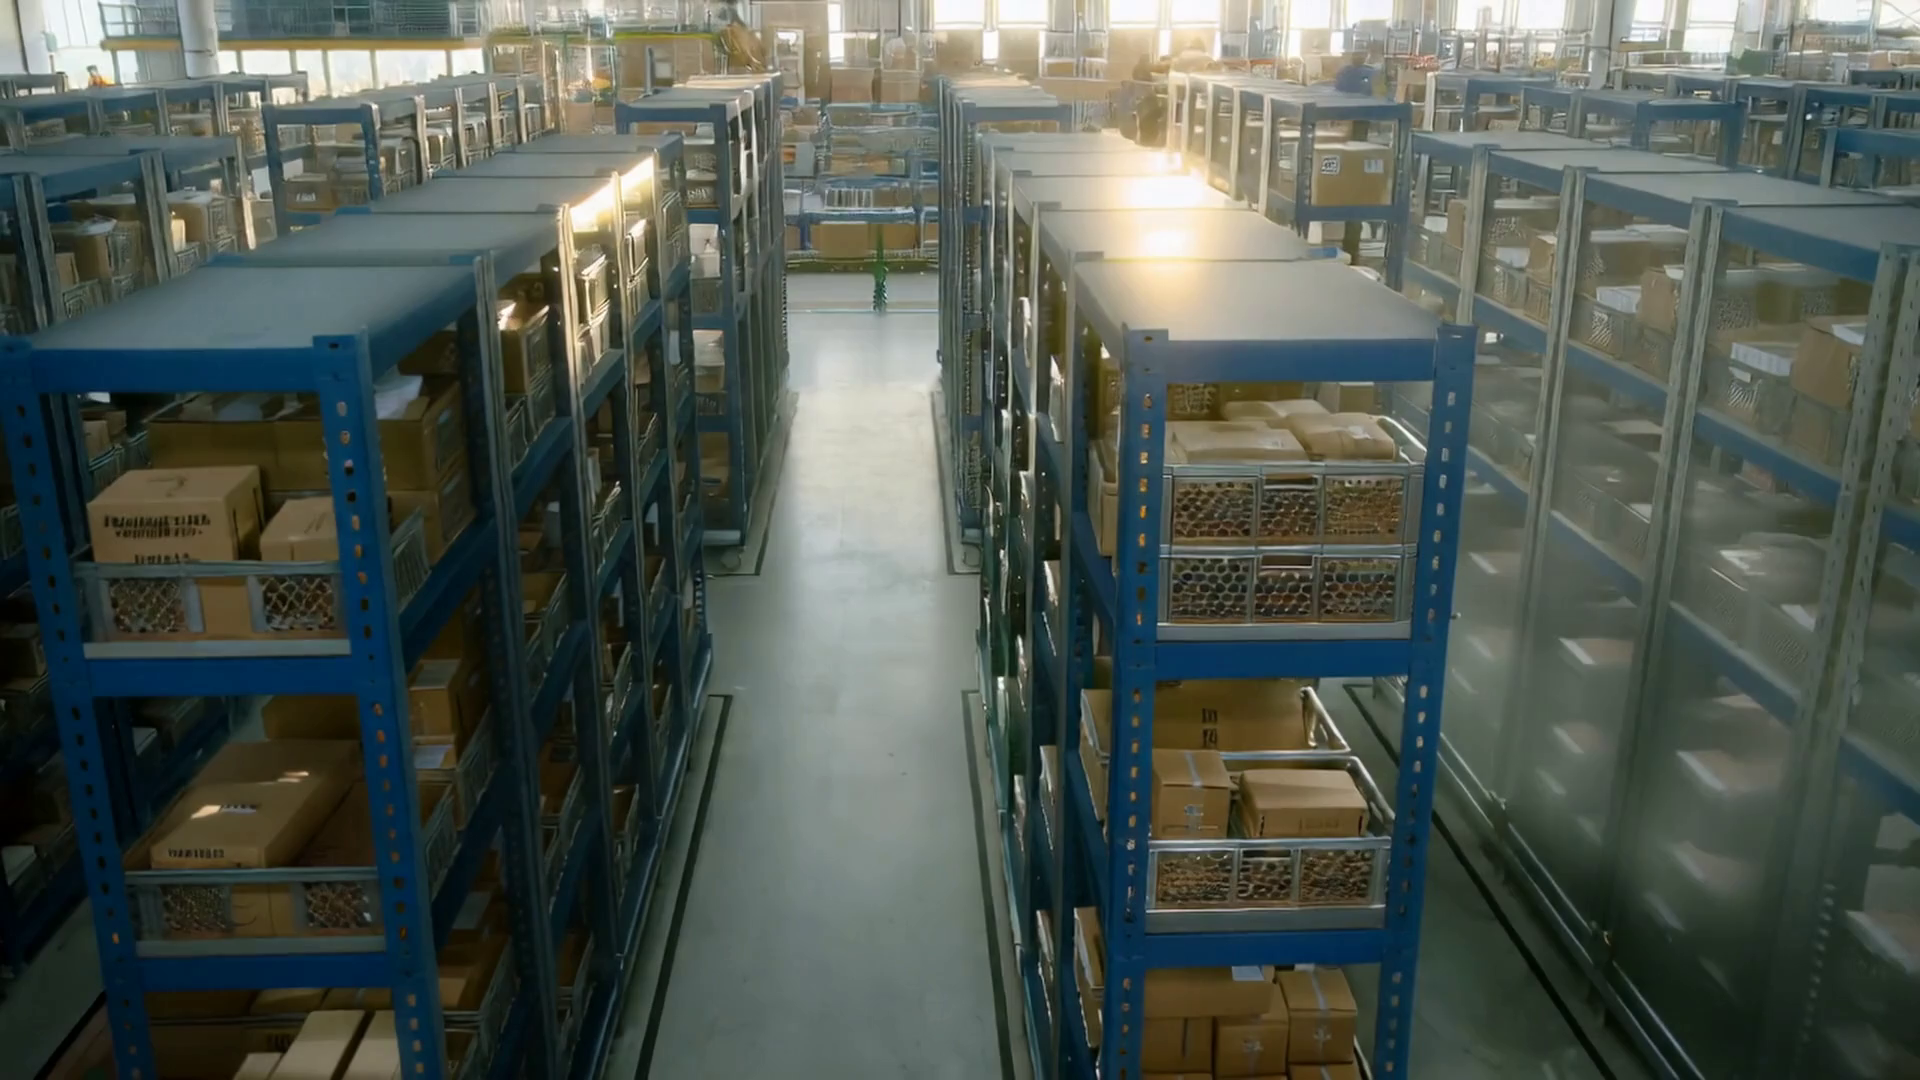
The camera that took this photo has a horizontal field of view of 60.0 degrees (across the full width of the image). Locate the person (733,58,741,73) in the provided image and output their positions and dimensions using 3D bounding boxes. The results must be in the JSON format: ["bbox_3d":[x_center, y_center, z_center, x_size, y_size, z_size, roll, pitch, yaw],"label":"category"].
[{"bbox_3d":[-11.554,-24.511,86.724,0.521,1.868,0.616,4,18,11],"label":"person"}]

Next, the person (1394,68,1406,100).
[{"bbox_3d":[16.812,-17.095,63.688,0.889,1.936,0.610,-12,21,-32],"label":"person"}]

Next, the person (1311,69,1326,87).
[{"bbox_3d":[13.717,-17.069,63.682,0.557,1.893,1.013,6,19,17],"label":"person"}]

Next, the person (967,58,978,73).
[{"bbox_3d":[0.583,-20.750,75.049,0.622,1.896,0.534,-13,22,-35],"label":"person"}]

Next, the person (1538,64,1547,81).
[{"bbox_3d":[24.170,-18.830,69.175,0.504,1.860,0.340,-10,20,-27],"label":"person"}]

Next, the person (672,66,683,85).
[{"bbox_3d":[-11.311,-17.971,66.494,0.369,1.876,0.711,8,19,22],"label":"person"}]

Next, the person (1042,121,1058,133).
[{"bbox_3d":[2.339,-10.041,41.770,0.715,1.974,0.964,-15,23,-39],"label":"person"}]

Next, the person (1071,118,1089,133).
[{"bbox_3d":[2.638,-8.465,37.081,0.651,1.867,0.962,2,18,8],"label":"person"}]

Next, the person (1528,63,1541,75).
[{"bbox_3d":[24.141,-19.136,70.101,0.671,1.855,0.817,2,18,6],"label":"person"}]

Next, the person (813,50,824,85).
[{"bbox_3d":[-7.665,-25.708,90.489,0.619,1.840,0.430,-11,21,-30],"label":"person"}]

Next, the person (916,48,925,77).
[{"bbox_3d":[-2.148,-25.642,90.101,0.383,1.951,0.605,15,23,39],"label":"person"}]

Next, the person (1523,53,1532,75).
[{"bbox_3d":[28.744,-23.739,84.319,0.637,1.900,0.997,-16,24,-41],"label":"person"}]

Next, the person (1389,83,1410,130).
[{"bbox_3d":[15.127,-14.950,57.089,0.866,1.902,0.576,9,20,25],"label":"person"}]

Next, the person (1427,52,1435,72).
[{"bbox_3d":[23.951,-24.002,85.088,0.597,1.907,0.638,-13,22,-36],"label":"person"}]

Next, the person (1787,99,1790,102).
[{"bbox_3d":[22.197,-10.915,44.628,0.564,1.878,1.037,1,18,3],"label":"person"}]

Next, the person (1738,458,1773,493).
[{"bbox_3d":[6.101,-0.655,12.704,0.375,1.997,0.612,12,21,33],"label":"person"}]

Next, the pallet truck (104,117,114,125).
[{"bbox_3d":[-18.367,-7.885,35.078,1.885,1.965,0.823,1,18,2],"label":"pallet truck"}]

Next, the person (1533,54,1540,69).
[{"bbox_3d":[30.569,-24.987,88.477,0.463,1.685,0.535,-13,22,-35],"label":"person"}]

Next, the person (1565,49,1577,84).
[{"bbox_3d":[33.360,-25.855,90.830,0.755,1.906,0.588,-16,24,-41],"label":"person"}]

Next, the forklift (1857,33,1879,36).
[{"bbox_3d":[46.104,-24.422,84.837,1.129,2.768,1.873,3,18,10],"label":"forklift"}]

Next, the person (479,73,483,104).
[{"bbox_3d":[-17.346,-15.997,60.425,0.516,1.843,0.326,-15,23,-39],"label":"person"}]

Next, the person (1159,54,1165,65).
[{"bbox_3d":[10.083,-23.528,83.730,0.728,1.842,0.551,8,19,23],"label":"person"}]

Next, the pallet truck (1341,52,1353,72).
[{"bbox_3d":[18.794,-23.123,82.231,0.823,1.965,1.885,-13,22,-35],"label":"pallet truck"}]

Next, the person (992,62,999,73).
[{"bbox_3d":[1.558,-20.754,75.307,0.486,1.744,0.294,16,24,41],"label":"person"}]

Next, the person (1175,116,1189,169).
[{"bbox_3d":[5.135,-9.013,38.873,0.756,1.802,0.610,12,22,33],"label":"person"}]

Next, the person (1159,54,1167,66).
[{"bbox_3d":[10.364,-23.761,84.516,0.869,1.807,0.627,5,19,16],"label":"person"}]

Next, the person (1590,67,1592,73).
[{"bbox_3d":[30.318,-22.211,79.339,0.538,2.000,0.684,10,20,28],"label":"person"}]

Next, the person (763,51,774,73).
[{"bbox_3d":[-9.871,-24.217,85.711,0.545,1.938,0.355,3,18,8],"label":"person"}]

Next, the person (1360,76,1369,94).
[{"bbox_3d":[14.838,-16.179,61.200,0.925,1.718,0.538,2,18,6],"label":"person"}]

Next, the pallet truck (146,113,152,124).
[{"bbox_3d":[-18.087,-8.309,36.390,1.885,1.965,0.823,-1,18,-4],"label":"pallet truck"}]

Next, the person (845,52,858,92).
[{"bbox_3d":[-5.489,-23.661,83.985,0.638,1.956,0.999,0,18,-1],"label":"person"}]
